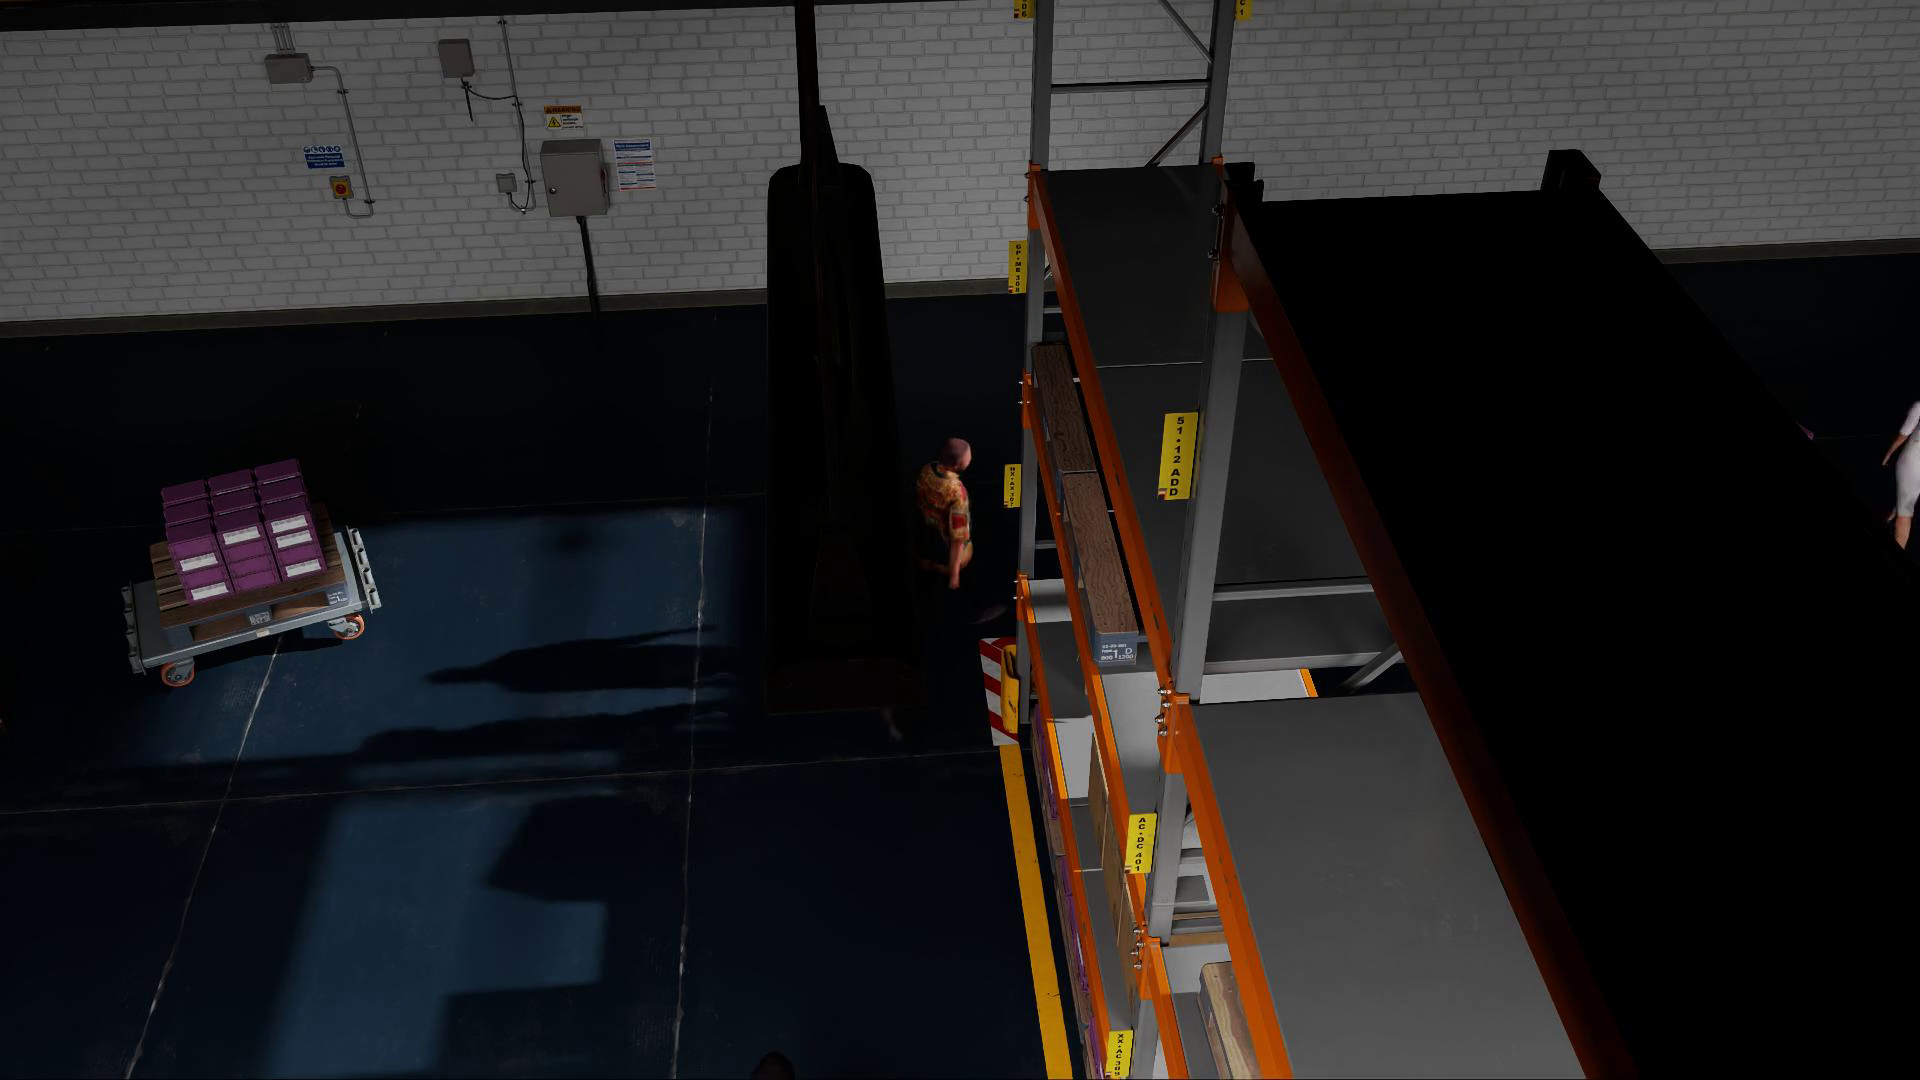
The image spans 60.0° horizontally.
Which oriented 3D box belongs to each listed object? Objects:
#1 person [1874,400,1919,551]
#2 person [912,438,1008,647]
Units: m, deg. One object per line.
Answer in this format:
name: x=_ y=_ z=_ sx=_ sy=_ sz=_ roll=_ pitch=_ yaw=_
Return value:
person: x=6.997 y=-0.469 z=12.068 sx=0.696 sy=1.709 sz=1.044 roll=4 pitch=39 yaw=5
person: x=-0.188 y=0.100 z=11.315 sx=1.178 sy=1.759 sz=1.199 roll=-25 pitch=45 yaw=-28
